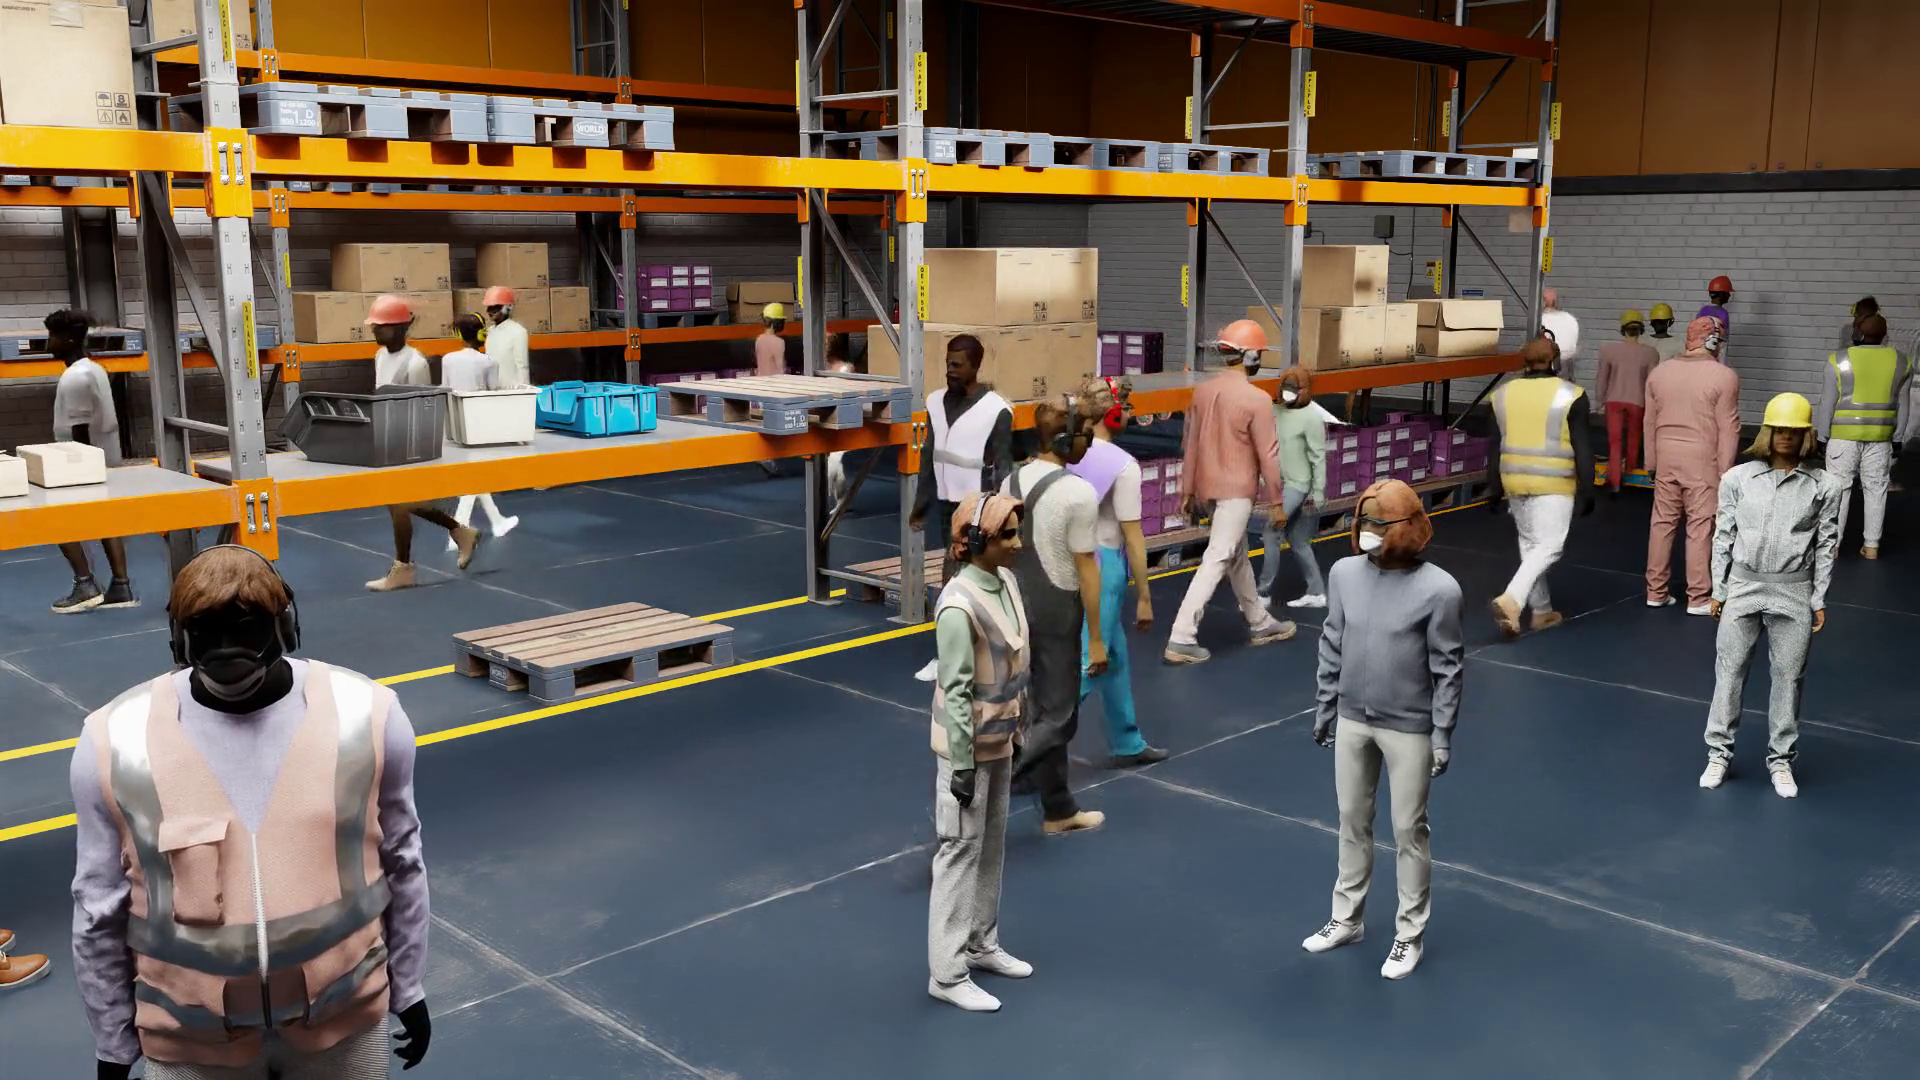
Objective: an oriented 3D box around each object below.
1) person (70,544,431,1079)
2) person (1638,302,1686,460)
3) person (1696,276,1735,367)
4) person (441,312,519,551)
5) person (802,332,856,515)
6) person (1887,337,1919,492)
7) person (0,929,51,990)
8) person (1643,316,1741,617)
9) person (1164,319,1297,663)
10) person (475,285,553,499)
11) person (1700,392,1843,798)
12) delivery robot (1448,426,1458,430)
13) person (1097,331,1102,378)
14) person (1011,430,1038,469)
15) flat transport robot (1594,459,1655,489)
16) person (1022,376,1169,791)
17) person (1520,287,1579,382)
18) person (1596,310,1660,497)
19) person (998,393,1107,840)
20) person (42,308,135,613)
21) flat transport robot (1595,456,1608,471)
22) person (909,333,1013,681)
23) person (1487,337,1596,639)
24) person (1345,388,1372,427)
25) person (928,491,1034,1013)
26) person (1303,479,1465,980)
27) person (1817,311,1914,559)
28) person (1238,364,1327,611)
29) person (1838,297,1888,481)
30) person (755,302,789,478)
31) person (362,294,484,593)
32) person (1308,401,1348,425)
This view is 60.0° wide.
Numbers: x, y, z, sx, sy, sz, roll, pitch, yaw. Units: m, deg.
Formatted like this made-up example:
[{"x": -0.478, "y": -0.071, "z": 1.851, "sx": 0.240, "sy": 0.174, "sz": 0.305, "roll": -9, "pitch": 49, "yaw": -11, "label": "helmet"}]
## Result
[{"x": -1.337, "y": 0.914, "z": 3.203, "sx": 0.635, "sy": 1.842, "sz": 0.429, "roll": -5, "pitch": 11, "yaw": -24, "label": "person"}, {"x": 6.675, "y": -1.388, "z": 15.965, "sx": 0.525, "sy": 1.769, "sz": 0.309, "roll": 7, "pitch": 13, "yaw": 34, "label": "person"}, {"x": 8.733, "y": -2.080, "z": 19.268, "sx": 0.357, "sy": 1.938, "sz": 0.542, "roll": -1, "pitch": 10, "yaw": -7, "label": "person"}, {"x": -3.752, "y": -0.858, "z": 12.938, "sx": 0.551, "sy": 1.815, "sz": 0.997, "roll": 4, "pitch": 11, "yaw": 22, "label": "person"}, {"x": -1.145, "y": -0.956, "z": 14.079, "sx": 0.517, "sy": 1.594, "sz": 0.866, "roll": 6, "pitch": 12, "yaw": 31, "label": "person"}, {"x": 9.052, "y": -1.325, "z": 15.427, "sx": 1.029, "sy": 1.823, "sz": 0.591, "roll": 8, "pitch": 13, "yaw": 37, "label": "person"}, {"x": -3.249, "y": 0.485, "z": 5.293, "sx": 0.628, "sy": 1.935, "sz": 0.373, "roll": 10, "pitch": 14, "yaw": 44, "label": "person"}, {"x": 4.666, "y": -0.466, "z": 10.597, "sx": 0.401, "sy": 1.904, "sz": 0.649, "roll": -6, "pitch": 12, "yaw": -30, "label": "person"}, {"x": 1.557, "y": -0.280, "z": 9.465, "sx": 1.052, "sy": 1.935, "sz": 0.648, "roll": -6, "pitch": 12, "yaw": -30, "label": "person"}, {"x": -4.153, "y": -1.380, "z": 15.415, "sx": 0.623, "sy": 1.958, "sz": 0.973, "roll": 8, "pitch": 13, "yaw": 36, "label": "person"}, {"x": 3.486, "y": 0.237, "z": 7.159, "sx": 0.486, "sy": 1.746, "sz": 0.289, "roll": 5, "pitch": 11, "yaw": 24, "label": "person"}, {"x": 4.787, "y": -1.061, "z": 17.227, "sx": 0.707, "sy": 0.478, "sz": 0.477, "roll": 2, "pitch": 10, "yaw": 10, "label": "delivery robot"}, {"x": 0.962, "y": -1.292, "z": 15.070, "sx": 0.644, "sy": 1.903, "sz": 0.400, "roll": 10, "pitch": 14, "yaw": 42, "label": "person"}, {"x": 0.394, "y": -1.735, "z": 17.104, "sx": 0.825, "sy": 2.000, "sz": 0.759, "roll": -5, "pitch": 12, "yaw": -26, "label": "person"}, {"x": 6.649, "y": -0.596, "z": 15.722, "sx": 0.652, "sy": 0.197, "sz": 1.431, "roll": -9, "pitch": 13, "yaw": -39, "label": "flat transport robot"}, {"x": 0.559, "y": 0.187, "z": 7.268, "sx": 0.914, "sy": 1.811, "sz": 0.581, "roll": -6, "pitch": 12, "yaw": -29, "label": "person"}, {"x": 6.310, "y": -1.764, "z": 17.770, "sx": 0.665, "sy": 1.867, "sz": 0.891, "roll": -2, "pitch": 11, "yaw": -13, "label": "person"}, {"x": 6.176, "y": -1.264, "z": 15.424, "sx": 0.523, "sy": 1.717, "sz": 0.910, "roll": 3, "pitch": 11, "yaw": 17, "label": "person"}, {"x": 0.269, "y": 0.344, "z": 6.392, "sx": 0.766, "sy": 1.821, "sz": 0.510, "roll": -7, "pitch": 13, "yaw": -35, "label": "person"}, {"x": -5.636, "y": -0.493, "z": 10.587, "sx": 0.610, "sy": 1.941, "sz": 0.632, "roll": -2, "pitch": 11, "yaw": -12, "label": "person"}, {"x": 5.769, "y": -0.801, "z": 16.839, "sx": 0.652, "sy": 0.197, "sz": 1.431, "roll": -7, "pitch": 13, "yaw": -35, "label": "flat transport robot"}, {"x": 0.071, "y": -0.213, "z": 9.253, "sx": 0.929, "sy": 1.885, "sz": 0.591, "roll": -9, "pitch": 14, "yaw": -41, "label": "person"}, {"x": 3.436, "y": -0.308, "z": 9.990, "sx": 0.828, "sy": 1.804, "sz": 0.657, "roll": -9, "pitch": 14, "yaw": -41, "label": "person"}, {"x": 4.876, "y": -2.204, "z": 19.972, "sx": 0.543, "sy": 1.928, "sz": 0.372, "roll": -6, "pitch": 12, "yaw": -29, "label": "person"}, {"x": 0.062, "y": 0.651, "z": 5.218, "sx": 0.314, "sy": 1.629, "sz": 0.509, "roll": 3, "pitch": 11, "yaw": 18, "label": "person"}, {"x": 1.382, "y": 0.609, "z": 5.436, "sx": 0.267, "sy": 1.631, "sz": 0.509, "roll": -10, "pitch": 14, "yaw": -43, "label": "person"}, {"x": 6.700, "y": -0.772, "z": 12.391, "sx": 0.633, "sy": 1.846, "sz": 0.429, "roll": 2, "pitch": 11, "yaw": 9, "label": "person"}, {"x": 2.110, "y": -0.325, "z": 10.632, "sx": 0.602, "sy": 1.604, "sz": 0.492, "roll": -2, "pitch": 11, "yaw": -11, "label": "person"}, {"x": 8.944, "y": -1.502, "z": 16.503, "sx": 0.855, "sy": 1.829, "sz": 0.578, "roll": -5, "pitch": 11, "yaw": -24, "label": "person"}, {"x": -1.848, "y": -1.464, "z": 16.429, "sx": 0.382, "sy": 1.755, "sz": 0.525, "roll": -8, "pitch": 13, "yaw": -38, "label": "person"}, {"x": -3.705, "y": -0.674, "z": 11.396, "sx": 0.824, "sy": 2.019, "sz": 0.605, "roll": -8, "pitch": 13, "yaw": -38, "label": "person"}, {"x": 3.913, "y": -1.872, "z": 18.392, "sx": 0.799, "sy": 1.844, "sz": 0.585, "roll": -1, "pitch": 10, "yaw": -8, "label": "person"}]
